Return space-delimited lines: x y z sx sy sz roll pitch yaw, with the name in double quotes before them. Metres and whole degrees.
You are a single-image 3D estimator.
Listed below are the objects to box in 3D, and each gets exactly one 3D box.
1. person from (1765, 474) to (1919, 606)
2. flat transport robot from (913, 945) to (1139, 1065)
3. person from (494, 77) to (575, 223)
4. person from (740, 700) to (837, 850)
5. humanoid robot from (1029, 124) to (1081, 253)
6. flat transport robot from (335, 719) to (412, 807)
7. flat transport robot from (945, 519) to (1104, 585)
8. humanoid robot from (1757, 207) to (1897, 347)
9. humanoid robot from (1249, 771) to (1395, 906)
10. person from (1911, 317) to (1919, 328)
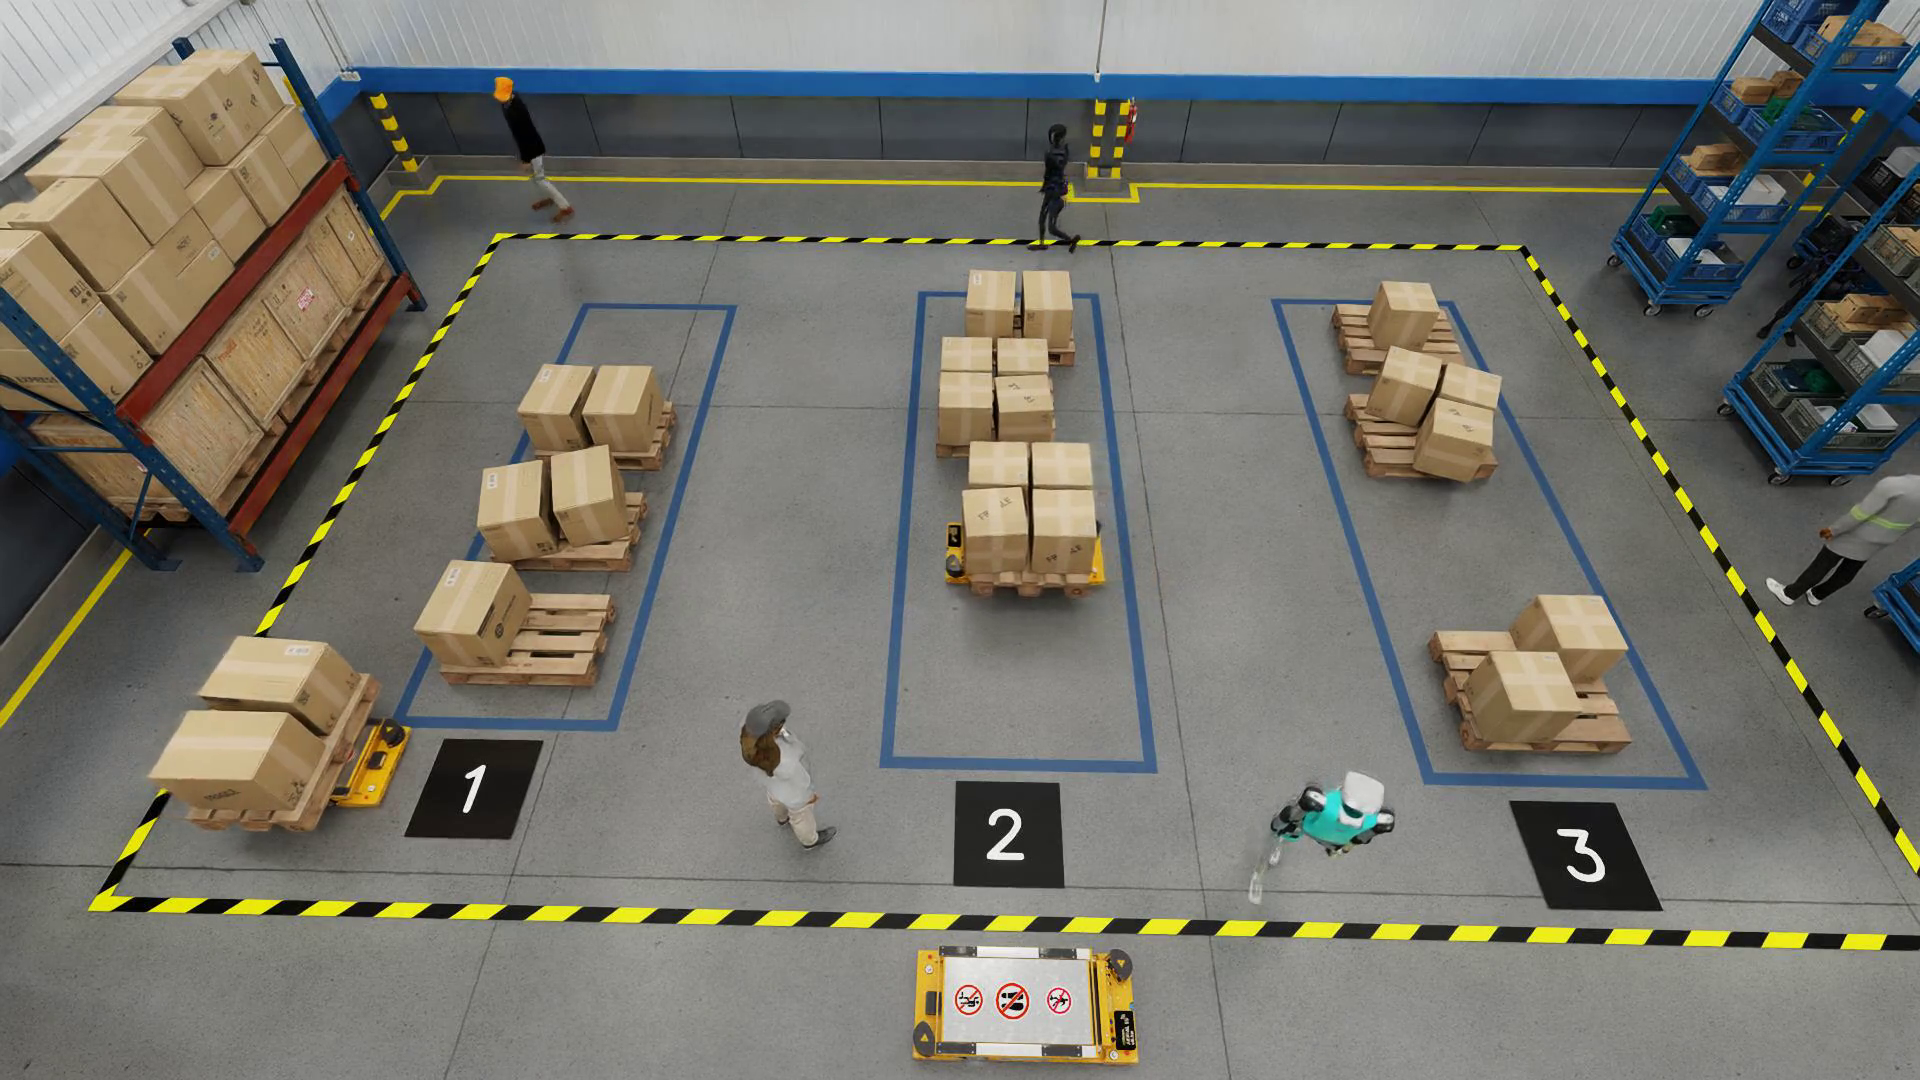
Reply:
"person" 7.471 -0.101 7.548 0.588 1.850 0.396 5 51 4
"flat transport robot" 0.422 3.041 6.007 1.431 0.231 0.659 1 51 1
"person" -5.384 -4.916 11.479 0.420 1.847 0.654 -24 55 -19
"person" -1.195 1.612 6.203 0.562 1.769 0.400 36 59 26
"humanoid robot" 1.183 -4.203 11.012 0.612 1.632 0.608 -7 51 -6
"flat transport robot" -5.104 1.702 7.080 1.431 0.197 0.652 1 51 1
"flat transport robot" 0.587 0.089 8.396 1.431 0.197 0.652 1 51 1
"humanoid robot" 9.400 -2.825 9.870 0.599 1.657 0.315 26 55 19
"humanoid robot" 2.353 1.805 6.074 0.565 1.782 0.790 14 52 11
"person" 9.984 -2.364 9.359 0.412 1.906 0.774 -2 51 -2
